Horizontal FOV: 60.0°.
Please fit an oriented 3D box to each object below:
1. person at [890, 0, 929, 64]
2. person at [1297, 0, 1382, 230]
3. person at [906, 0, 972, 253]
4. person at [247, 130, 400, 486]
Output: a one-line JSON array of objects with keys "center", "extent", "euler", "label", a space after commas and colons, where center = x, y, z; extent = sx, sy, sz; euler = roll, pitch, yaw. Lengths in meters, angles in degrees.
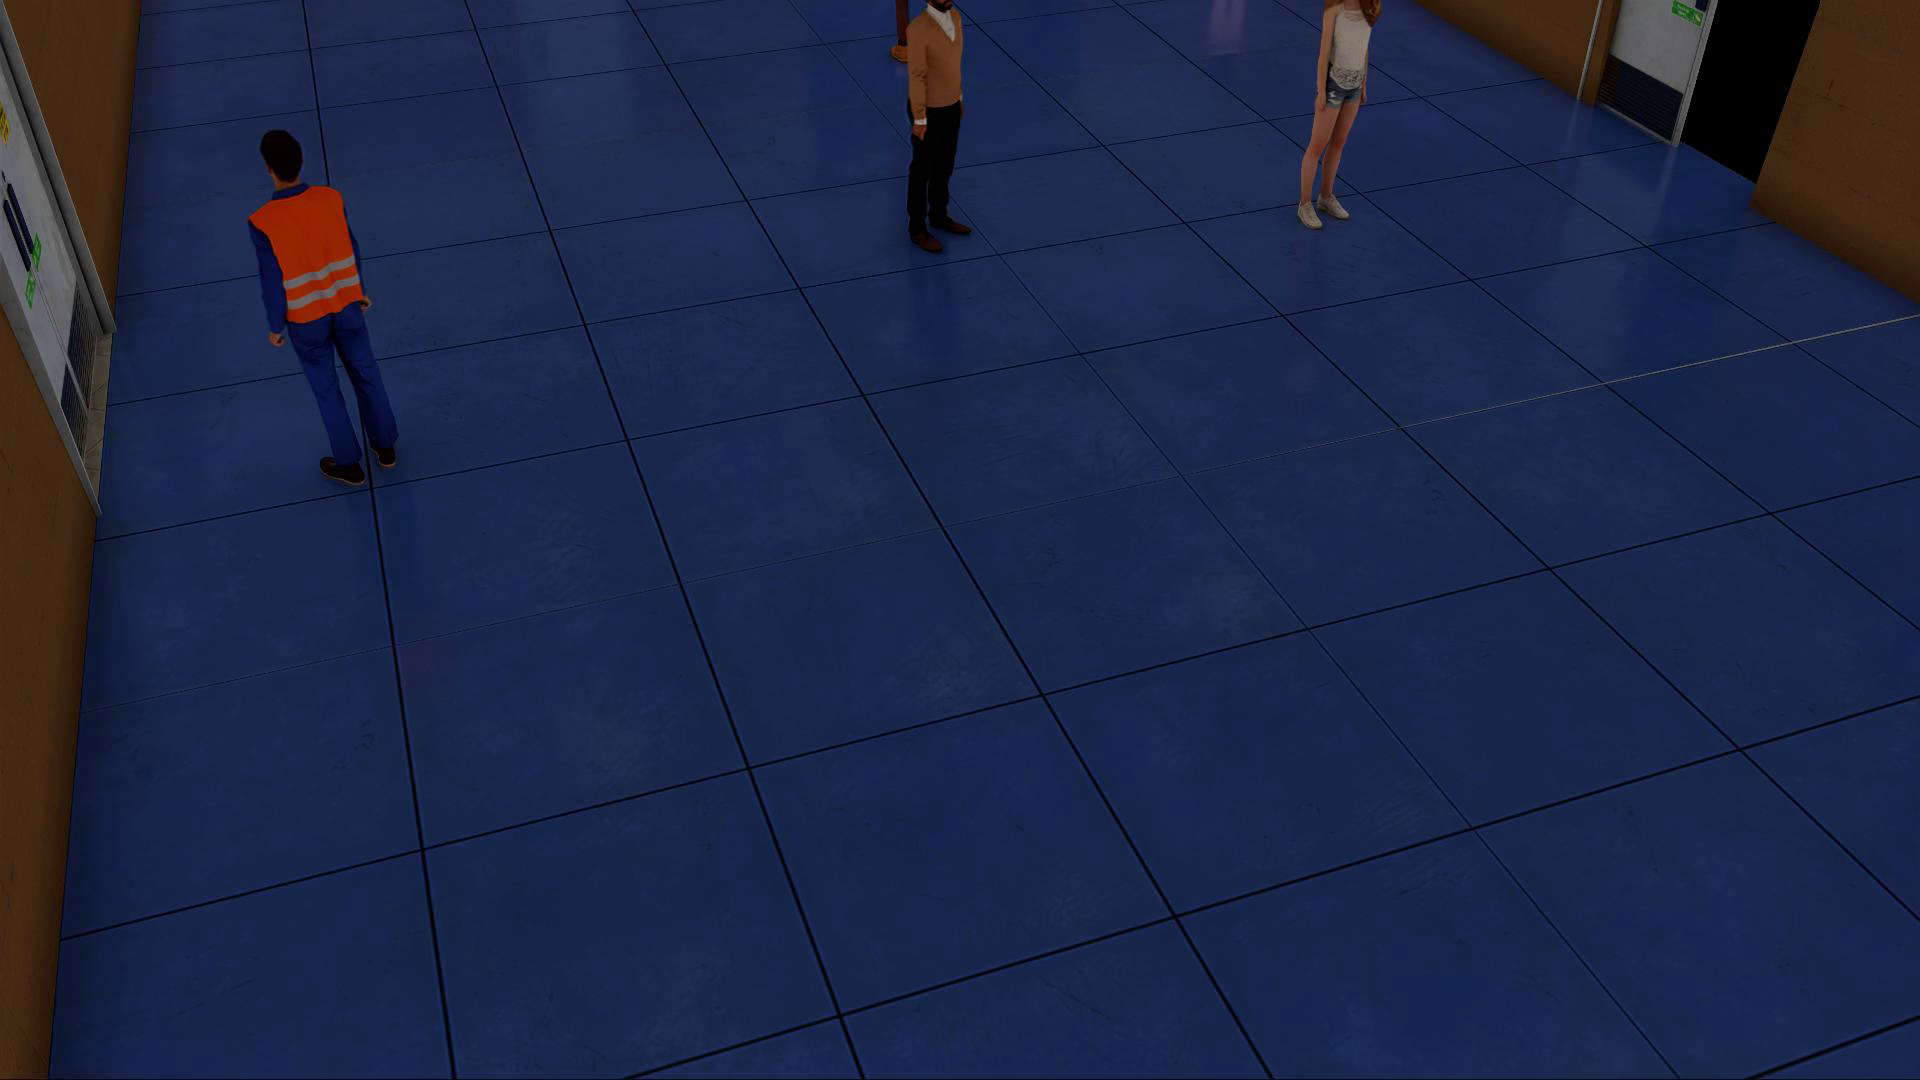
[{"center": [-0.357, -4.610, 12.966], "extent": [0.539, 1.729, 0.671], "euler": [-10, 38, -13], "label": "person"}, {"center": [2.408, -2.884, 10.641], "extent": [0.528, 1.759, 0.672], "euler": [-21, 42, -26], "label": "person"}, {"center": [-0.151, -2.702, 10.404], "extent": [0.810, 1.753, 0.716], "euler": [22, 42, 26], "label": "person"}, {"center": [-3.157, -1.131, 8.219], "extent": [0.855, 1.863, 0.727], "euler": [28, 45, 32], "label": "person"}]
